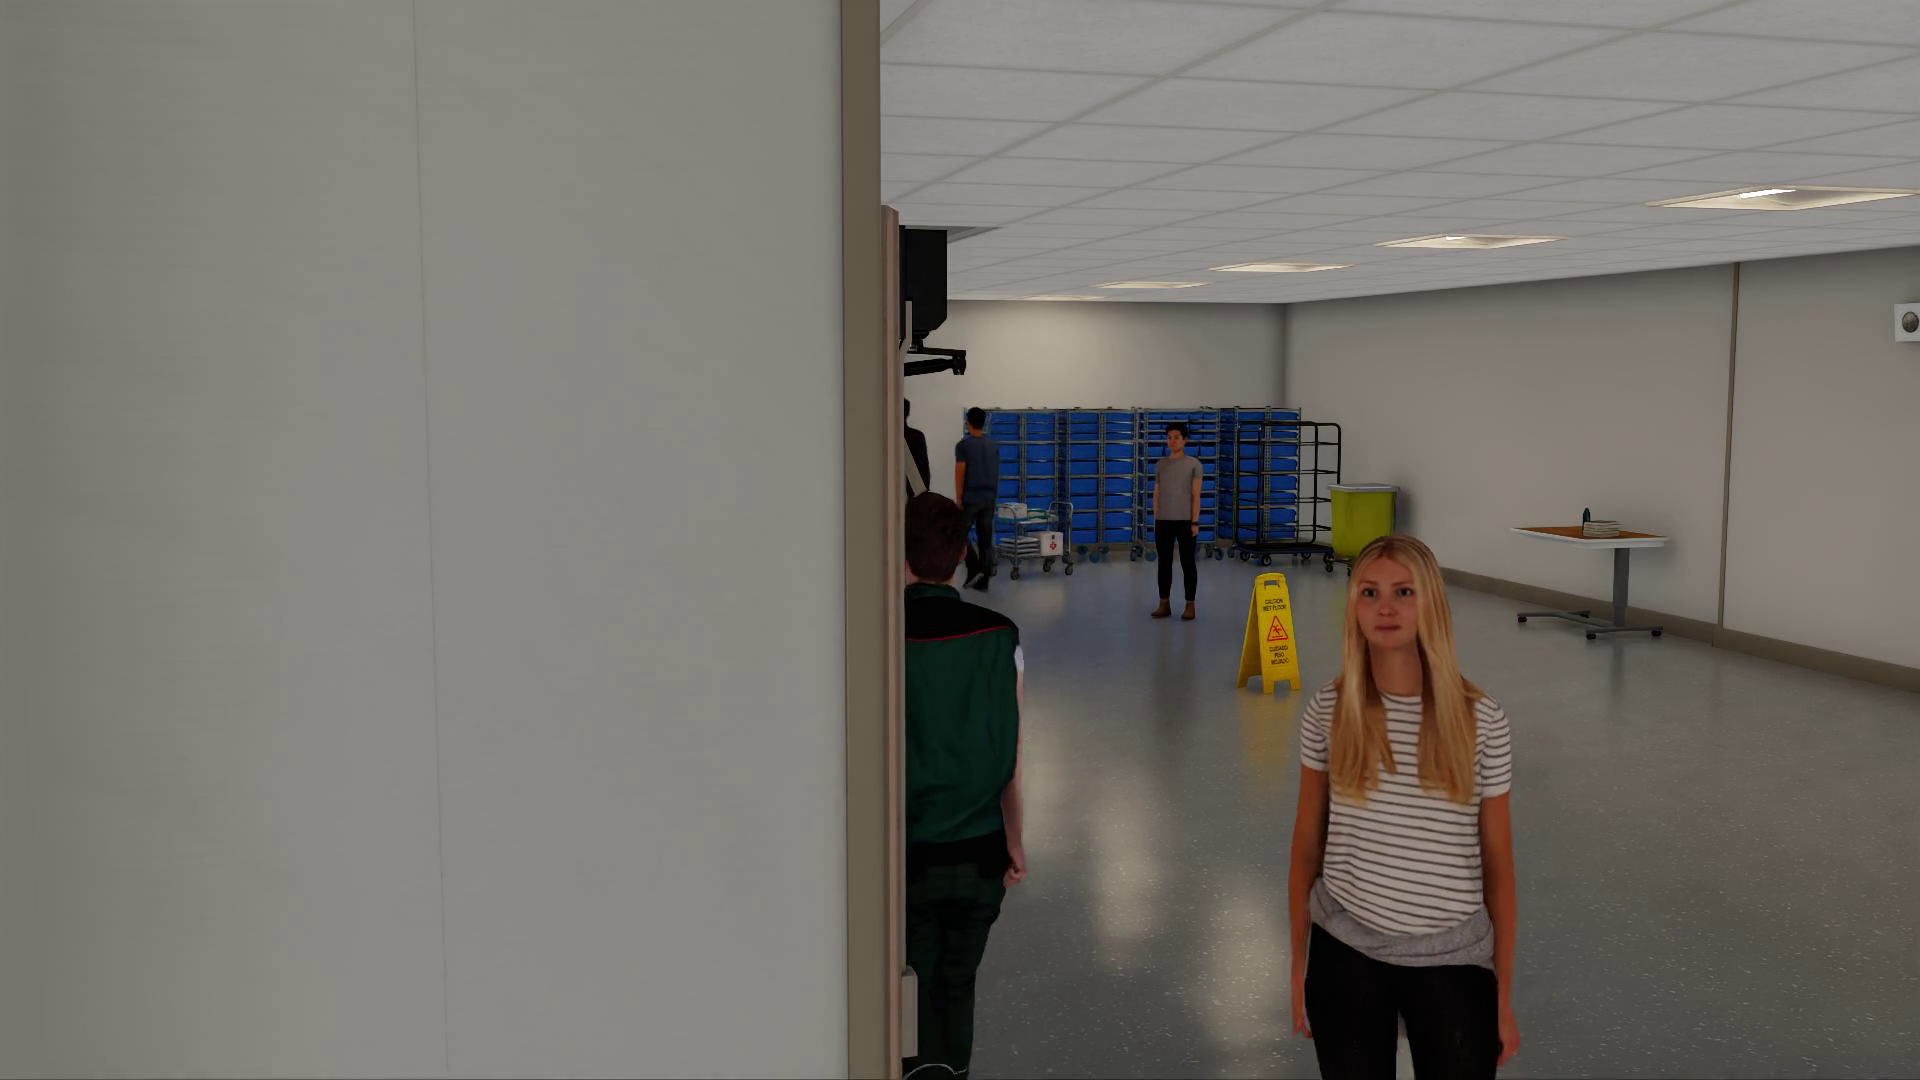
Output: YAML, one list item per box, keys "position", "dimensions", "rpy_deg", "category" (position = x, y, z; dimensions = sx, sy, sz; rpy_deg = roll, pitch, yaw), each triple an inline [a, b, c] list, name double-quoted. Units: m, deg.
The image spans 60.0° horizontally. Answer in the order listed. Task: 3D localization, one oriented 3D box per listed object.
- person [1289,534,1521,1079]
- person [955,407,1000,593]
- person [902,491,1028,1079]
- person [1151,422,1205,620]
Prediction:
- position: [0.912, 0.892, 3.429]
  dimensions: [0.852, 1.815, 0.965]
  rpy_deg: [2, 6, 17]
  category: "person"
- position: [0.217, -0.378, 16.129]
  dimensions: [0.726, 1.801, 0.723]
  rpy_deg: [-3, 6, -26]
  category: "person"
- position: [-0.058, 0.807, 4.241]
  dimensions: [0.644, 1.818, 1.028]
  rpy_deg: [-1, 6, -14]
  category: "person"
- position: [1.898, -0.177, 14.544]
  dimensions: [0.672, 1.718, 0.727]
  rpy_deg: [3, 7, 29]
  category: "person"
